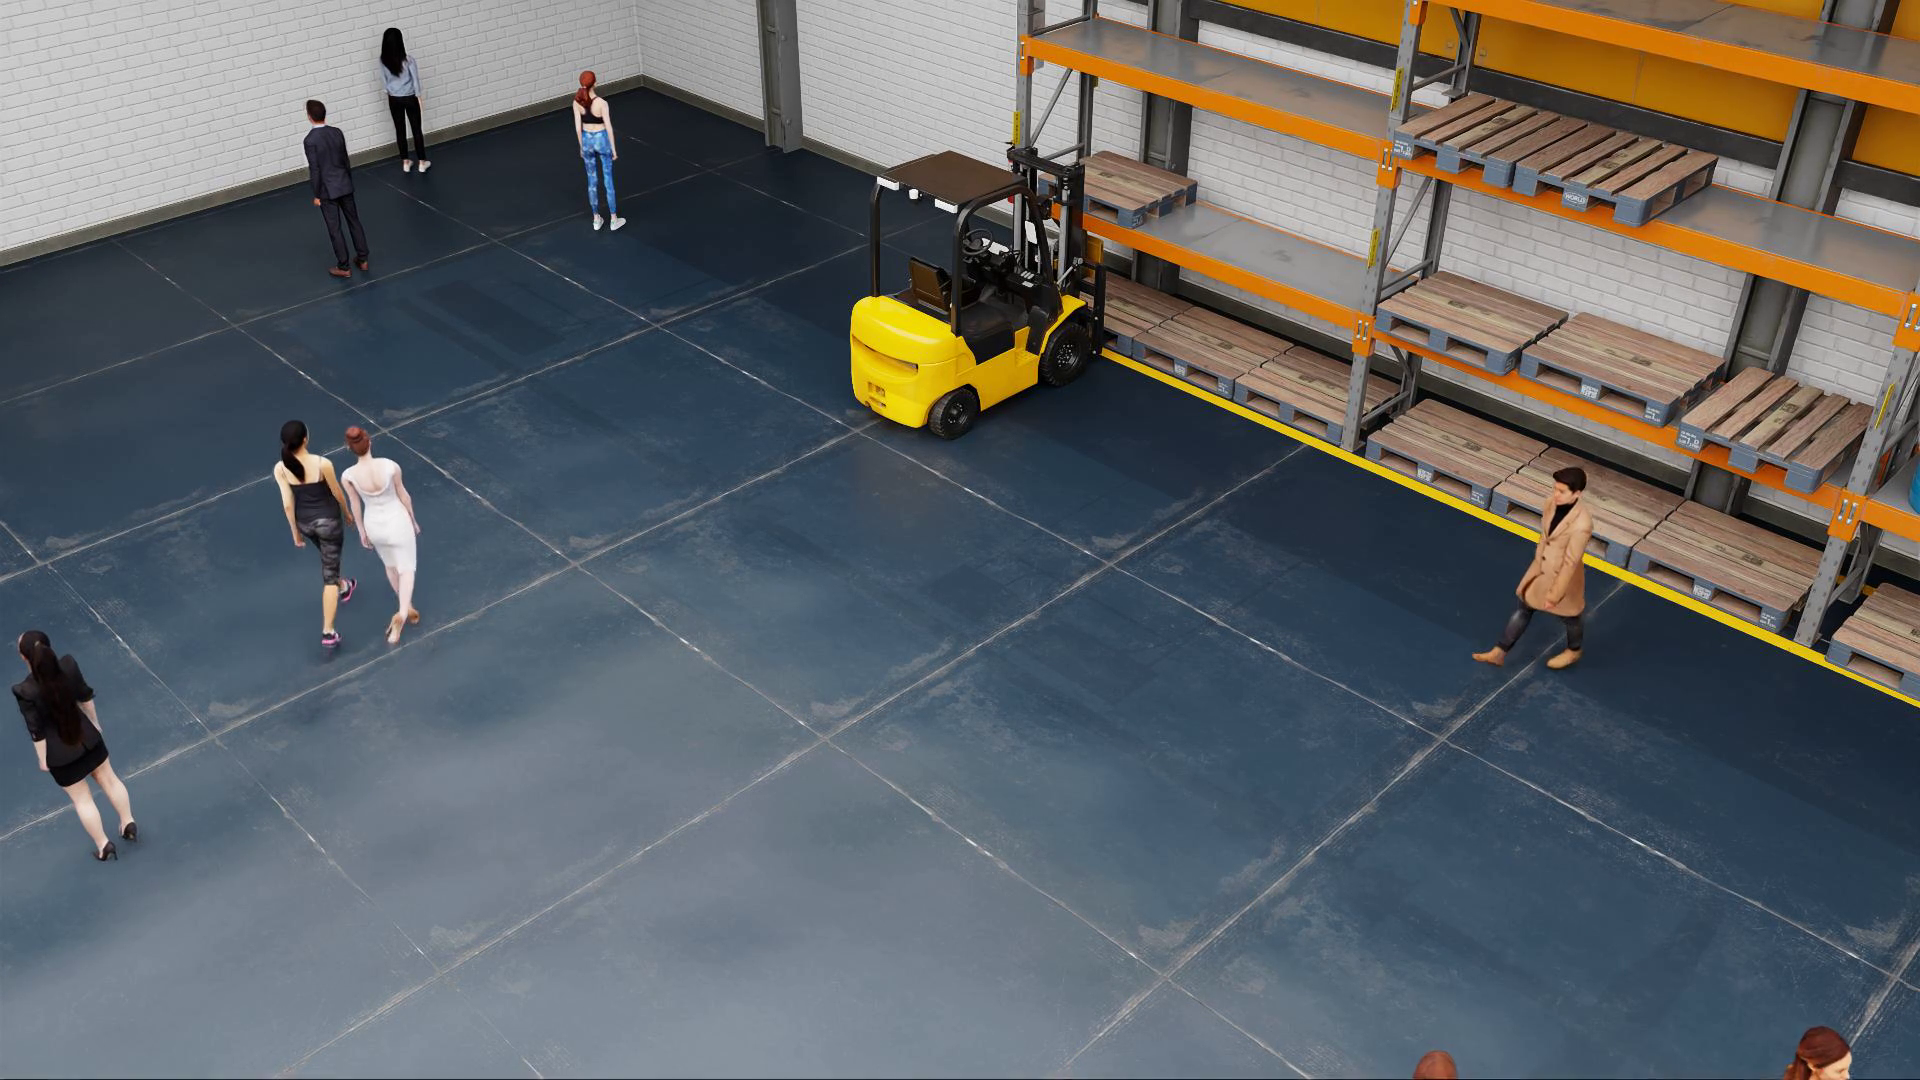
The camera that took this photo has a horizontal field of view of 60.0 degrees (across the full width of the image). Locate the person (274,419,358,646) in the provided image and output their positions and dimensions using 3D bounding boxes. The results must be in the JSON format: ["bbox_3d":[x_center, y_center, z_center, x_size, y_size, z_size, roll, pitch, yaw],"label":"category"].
[{"bbox_3d":[-4.626,-0.025,11.998,1.090,1.680,1.141,0,34,0],"label":"person"}]

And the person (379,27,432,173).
[{"bbox_3d":[-6.639,-5.248,19.829,0.676,1.710,0.726,-2,34,-3],"label":"person"}]

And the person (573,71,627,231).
[{"bbox_3d":[-3.995,-4.291,18.320,0.682,1.785,0.749,3,34,5],"label":"person"}]

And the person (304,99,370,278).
[{"bbox_3d":[-6.517,-3.660,17.297,0.644,1.868,0.669,21,39,28],"label":"person"}]

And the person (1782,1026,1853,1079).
[{"bbox_3d":[3.614,2.825,7.605,0.701,1.797,1.056,-23,40,-31],"label":"person"}]

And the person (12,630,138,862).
[{"bbox_3d":[-5.370,1.243,10.076,0.629,1.696,0.660,16,37,22],"label":"person"}]

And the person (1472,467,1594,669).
[{"bbox_3d":[4.260,0.213,11.637,1.053,1.683,1.147,-11,35,-16],"label":"person"}]

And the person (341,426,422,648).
[{"bbox_3d":[-4.081,0.008,11.862,0.916,1.775,1.044,-5,34,-7],"label":"person"}]
